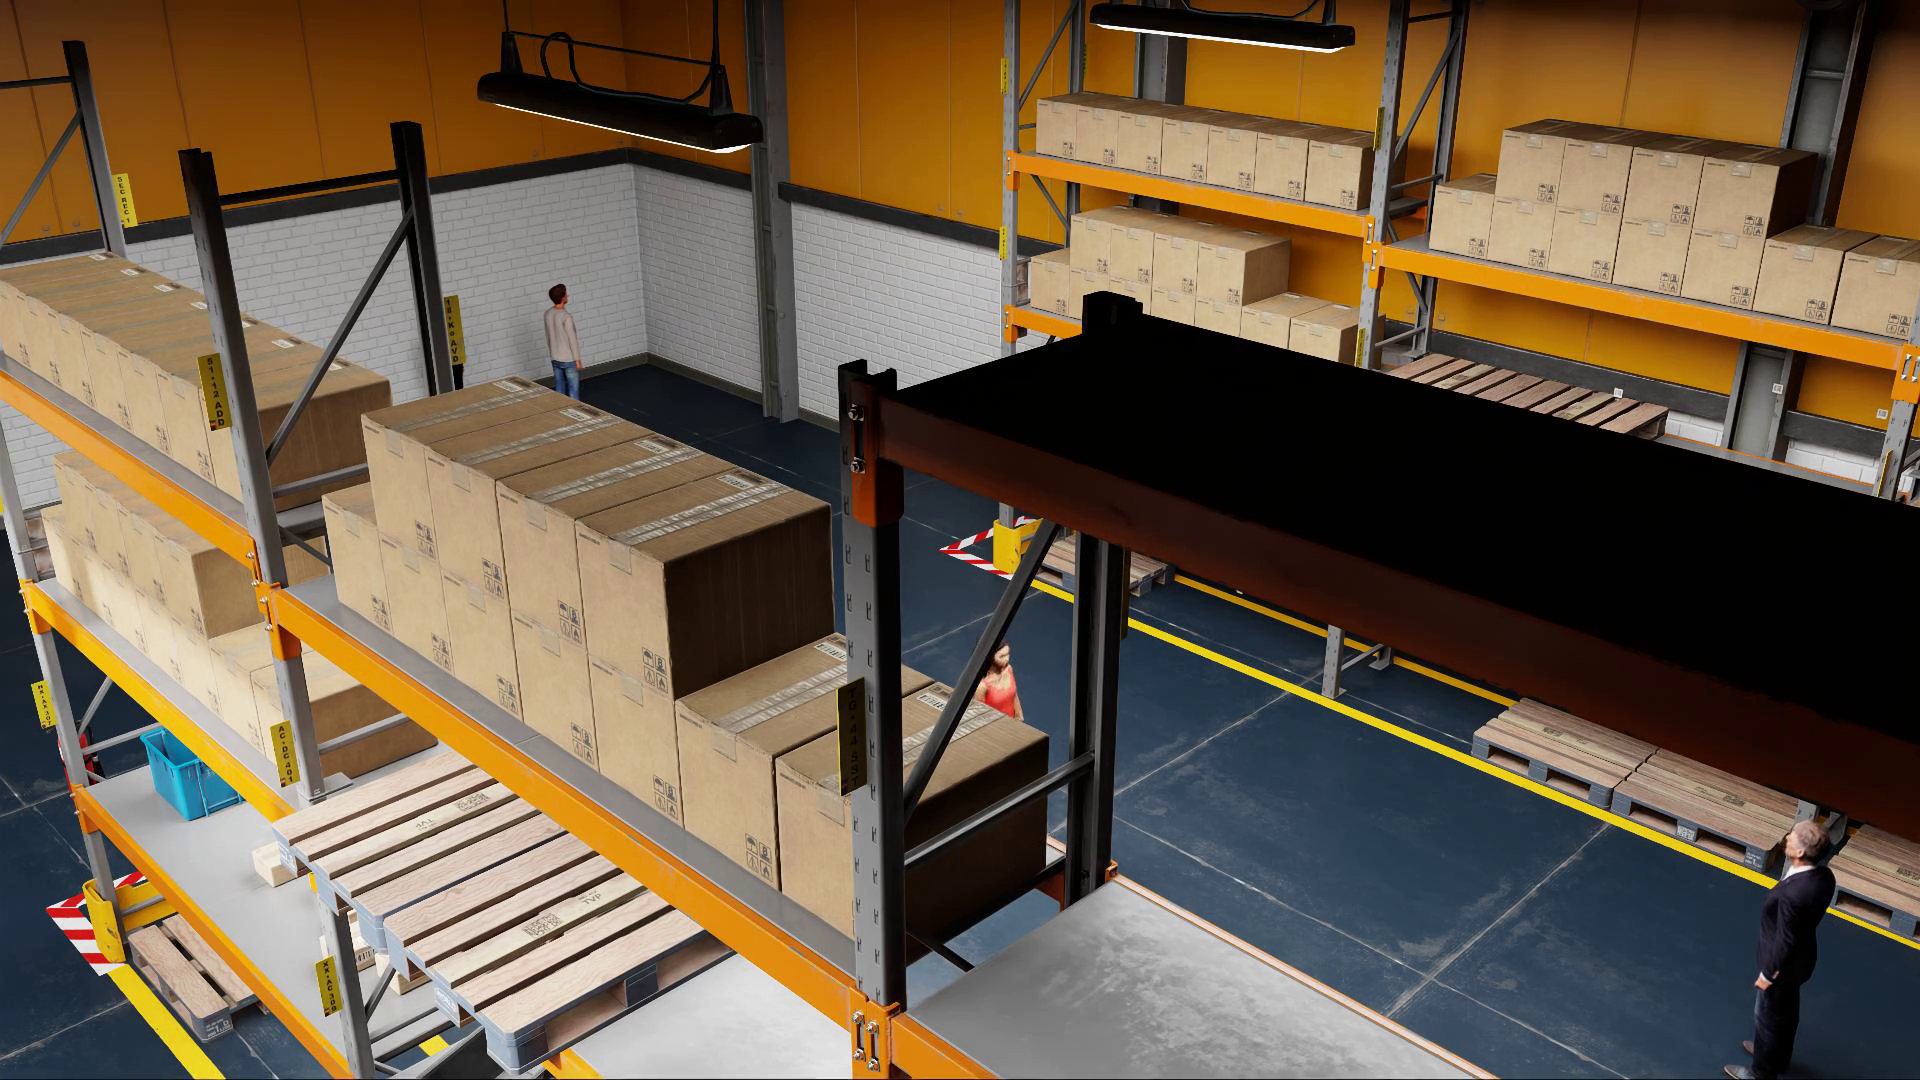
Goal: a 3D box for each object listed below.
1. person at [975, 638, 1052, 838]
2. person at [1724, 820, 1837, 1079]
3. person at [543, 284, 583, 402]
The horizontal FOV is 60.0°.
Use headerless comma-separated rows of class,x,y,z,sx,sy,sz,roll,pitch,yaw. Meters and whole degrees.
person,0.199,1.477,12.587,1.181,1.670,0.819,13,27,27
person,4.999,2.503,10.061,0.695,1.814,0.575,-20,31,-39
person,-4.966,-2.280,20.889,0.585,1.905,0.767,15,28,30
